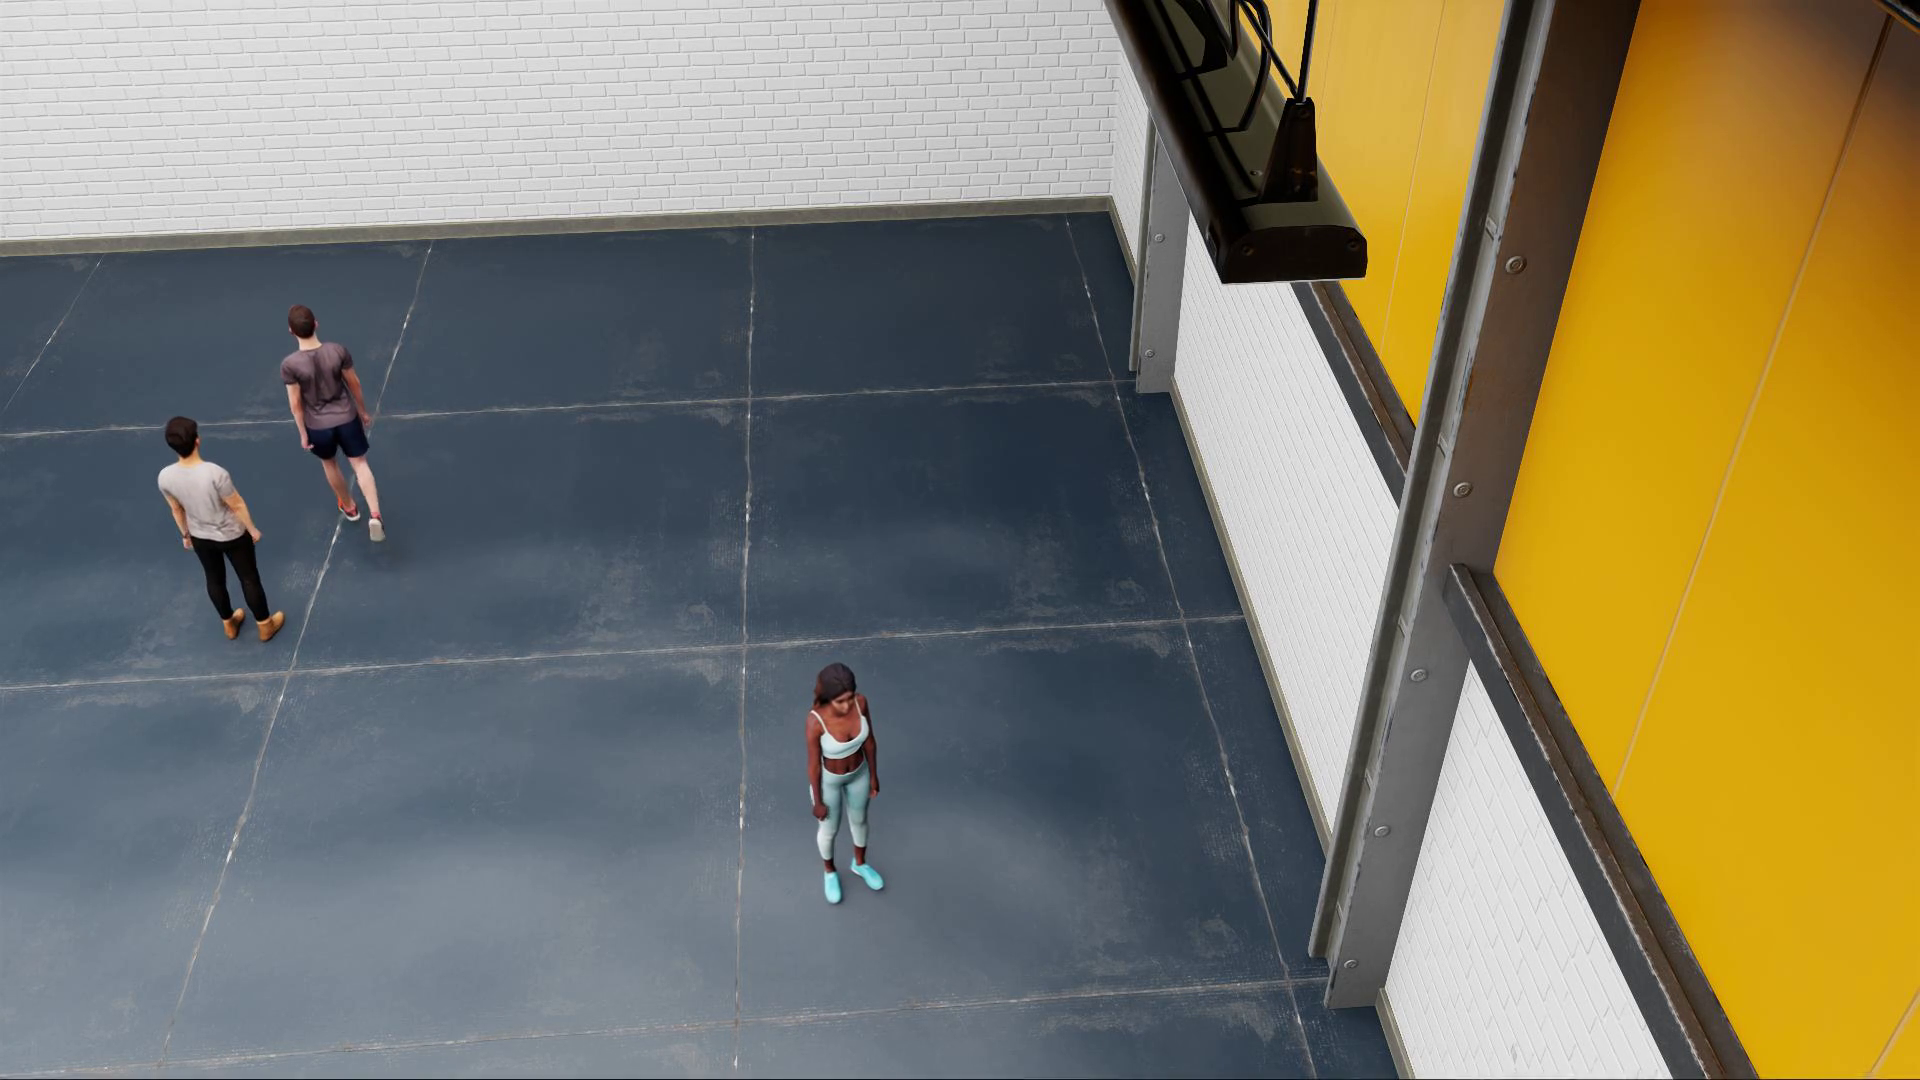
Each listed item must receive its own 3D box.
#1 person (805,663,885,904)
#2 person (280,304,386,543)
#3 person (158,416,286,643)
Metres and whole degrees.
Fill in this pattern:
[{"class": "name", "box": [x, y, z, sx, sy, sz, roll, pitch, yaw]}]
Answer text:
[{"class": "person", "box": [-0.651, 1.307, 9.097, 0.645, 1.725, 0.661, -21, 43, -24]}, {"class": "person", "box": [-4.364, -0.775, 11.619, 0.960, 1.829, 1.157, -23, 44, -26]}, {"class": "person", "box": [-4.838, -0.051, 10.803, 0.638, 1.717, 0.571, 3, 39, 3]}]
